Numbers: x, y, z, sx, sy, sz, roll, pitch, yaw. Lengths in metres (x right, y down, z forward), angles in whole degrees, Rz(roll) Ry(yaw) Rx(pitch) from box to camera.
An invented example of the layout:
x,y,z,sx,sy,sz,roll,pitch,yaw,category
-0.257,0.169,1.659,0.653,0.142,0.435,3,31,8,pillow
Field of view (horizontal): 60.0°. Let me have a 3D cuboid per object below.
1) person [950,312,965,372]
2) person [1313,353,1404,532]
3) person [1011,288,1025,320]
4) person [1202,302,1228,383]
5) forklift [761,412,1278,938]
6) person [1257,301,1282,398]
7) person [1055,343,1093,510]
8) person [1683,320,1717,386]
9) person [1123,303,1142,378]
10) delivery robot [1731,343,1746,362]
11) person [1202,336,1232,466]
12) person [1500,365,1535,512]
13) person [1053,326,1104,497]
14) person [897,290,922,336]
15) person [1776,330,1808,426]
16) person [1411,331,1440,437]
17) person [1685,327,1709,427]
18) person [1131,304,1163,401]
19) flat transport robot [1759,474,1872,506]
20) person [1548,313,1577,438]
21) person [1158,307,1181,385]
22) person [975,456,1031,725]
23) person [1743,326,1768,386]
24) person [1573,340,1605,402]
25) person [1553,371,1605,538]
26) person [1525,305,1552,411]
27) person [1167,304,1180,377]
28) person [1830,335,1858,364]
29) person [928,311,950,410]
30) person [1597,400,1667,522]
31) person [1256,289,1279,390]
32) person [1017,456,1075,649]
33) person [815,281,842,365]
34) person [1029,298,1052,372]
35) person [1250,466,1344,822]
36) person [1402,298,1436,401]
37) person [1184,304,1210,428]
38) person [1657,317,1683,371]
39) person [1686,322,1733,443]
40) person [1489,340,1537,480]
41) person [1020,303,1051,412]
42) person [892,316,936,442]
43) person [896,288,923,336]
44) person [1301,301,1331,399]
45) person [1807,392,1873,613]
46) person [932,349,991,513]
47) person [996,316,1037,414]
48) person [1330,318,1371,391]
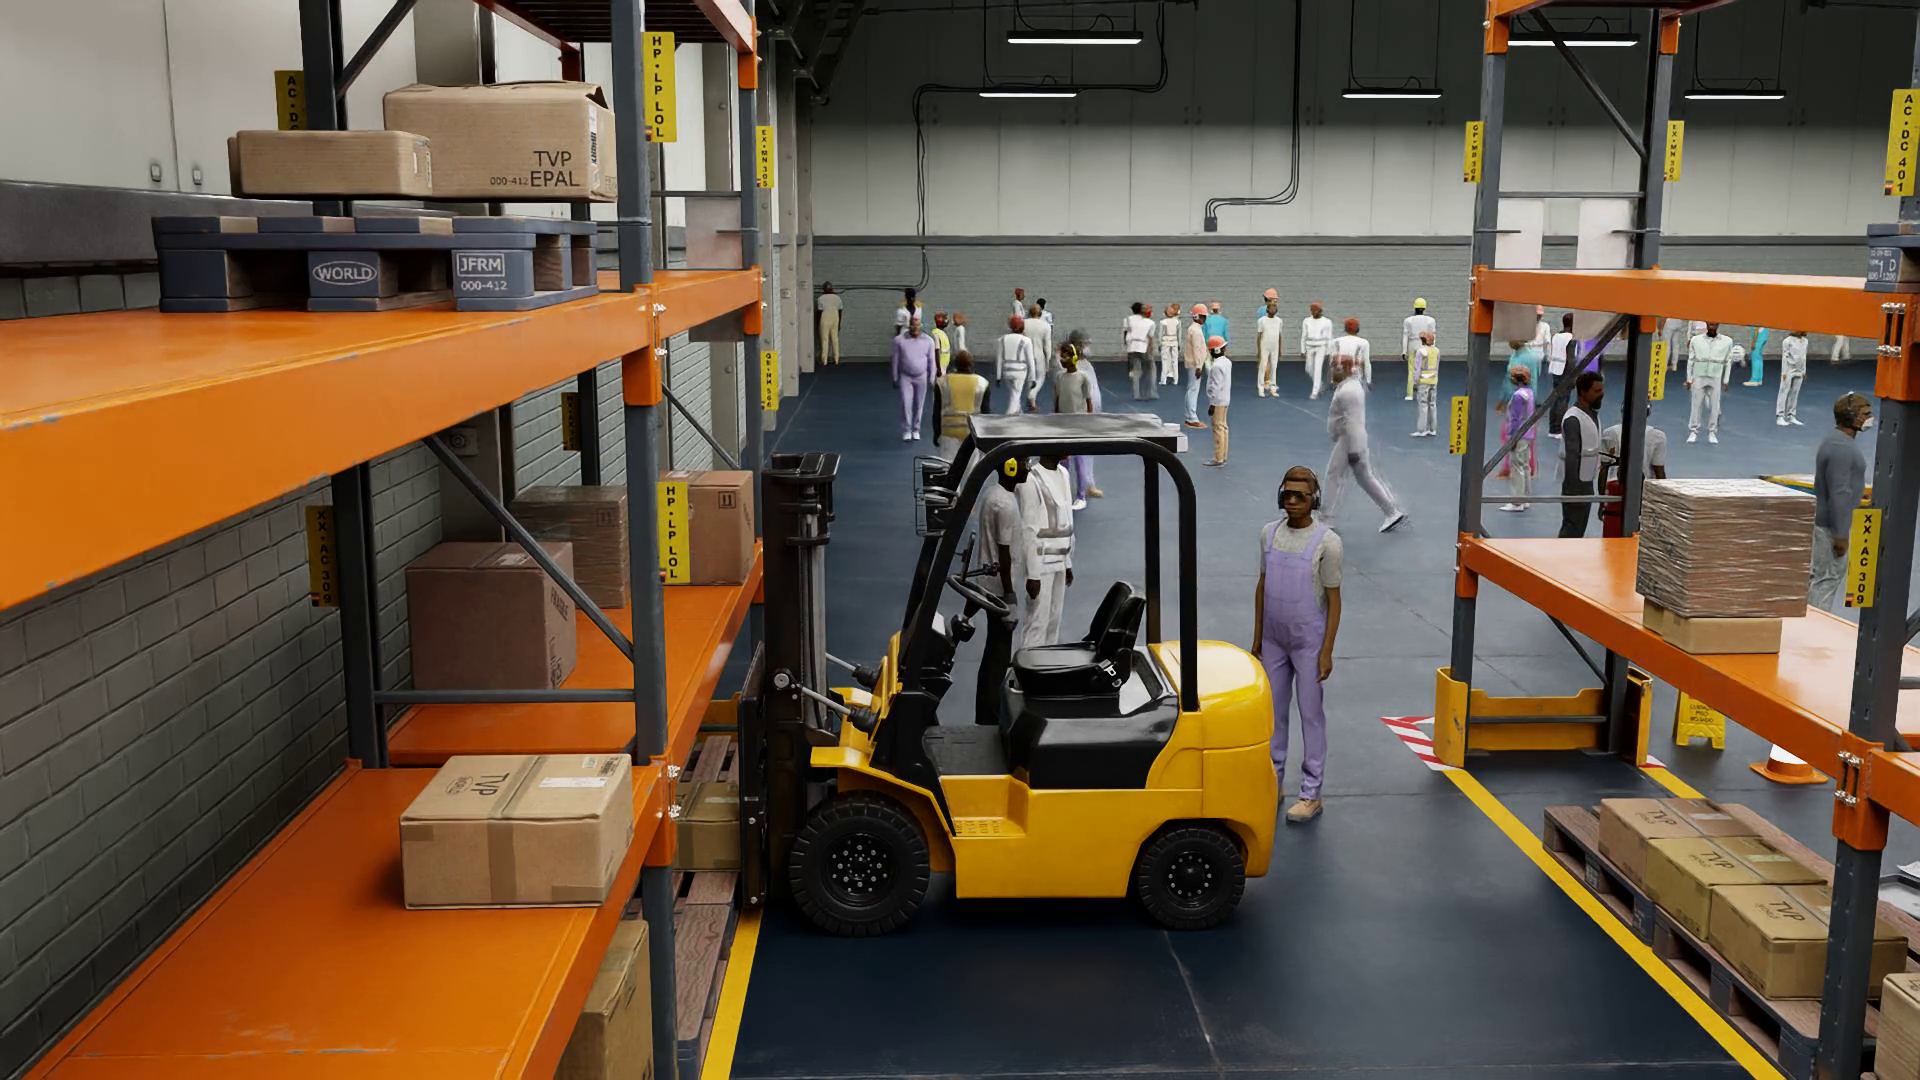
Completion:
x,y,z,sx,sy,sz,roll,pitch,yaw,category
-0.074,-3.593,32.240,0.355,1.632,0.519,-1,10,-8,person
4.099,-1.002,17.194,1.013,1.856,0.649,4,11,22,person
1.385,-5.061,39.687,0.337,1.882,0.584,0,10,1,person
5.322,-4.128,34.901,0.594,1.730,0.389,-1,10,-7,person
0.291,0.548,7.580,2.313,2.155,1.214,0,10,-2,forklift
5.956,-3.658,31.981,0.508,1.847,0.345,-2,10,-13,person
1.243,-1.263,18.590,0.516,1.865,0.325,9,14,41,person
15.327,-4.144,34.404,0.389,1.947,0.614,-7,12,-33,person
3.848,-4.382,36.589,0.538,1.636,0.928,3,10,14,person
18.644,-4.480,39.894,0.477,0.478,0.707,6,12,28,delivery robot
3.430,-1.853,22.205,0.333,1.744,0.559,4,11,22,person
6.221,-1.127,18.494,0.314,1.632,0.522,6,12,32,person
1.305,-1.517,19.510,0.761,2.000,0.690,7,12,35,person
-1.103,-4.435,36.009,0.653,1.948,0.583,-6,12,-31,person
13.620,-2.735,27.141,0.484,1.739,0.313,-3,11,-19,person
7.163,-2.396,25.556,0.518,1.632,0.314,-7,12,-35,person
11.917,-2.595,26.670,0.525,1.623,0.447,-2,10,-8,person
3.521,-3.524,31.327,0.570,1.817,0.770,10,14,43,person
10.018,-0.589,19.271,0.652,0.197,1.431,-3,11,-18,flat transport robot
9.206,-2.507,25.396,0.397,1.911,0.587,-1,10,-7,person
4.385,-4.054,34.788,0.519,1.632,0.312,-3,11,-16,person
0.256,0.314,9.835,0.327,1.861,0.505,-1,10,-8,person
16.582,-4.116,34.572,0.355,1.834,0.524,8,13,39,person
9.981,-2.721,26.578,0.617,1.917,0.983,-2,10,-13,person
5.215,-0.472,14.029,0.377,1.917,0.599,7,12,33,person
10.218,-3.235,29.503,0.572,1.884,0.972,-1,10,-4,person
4.724,-4.423,36.862,0.279,1.627,0.499,3,11,17,person
21.744,-5.243,40.639,0.896,1.905,0.664,-1,10,-4,person
-0.337,-2.827,27.352,0.389,1.845,0.566,1,10,7,person
5.315,-0.282,13.172,0.514,1.846,0.339,7,12,34,person
6.218,-4.036,33.554,0.394,2.038,0.605,-4,11,-20,person
0.560,0.167,10.567,0.348,1.883,0.583,5,11,25,person
-3.243,-5.297,40.568,0.695,2.000,0.537,-7,12,-33,person
1.846,-4.682,38.103,0.542,1.695,0.316,2,10,10,person
1.729,0.531,8.645,0.342,1.846,0.509,-10,14,-43,person
8.627,-3.579,31.302,0.594,1.930,0.353,2,10,8,person
3.807,-2.796,26.779,0.392,1.990,0.612,0,10,2,person
16.444,-4.945,38.609,0.684,2.000,0.538,-5,11,-25,person
11.143,-2.400,24.776,0.597,1.916,0.383,4,11,21,person
6.949,-1.734,20.933,0.779,1.962,0.627,1,10,4,person
1.268,-3.176,29.113,0.640,1.923,0.670,4,11,23,person
-0.677,-2.394,24.823,0.658,1.873,0.890,-1,10,-7,person
-1.236,-5.040,39.557,0.622,1.885,0.827,-3,11,-17,person
6.834,-3.636,31.812,0.573,1.866,0.684,7,12,33,person
6.217,-0.082,11.803,0.375,1.940,0.627,5,11,24,person
0.023,-1.170,18.184,0.644,1.823,0.612,-1,10,-5,person
0.930,-2.523,25.654,0.608,1.839,0.961,8,13,36,person
5.949,-2.473,25.415,0.594,1.842,0.983,6,12,32,person
